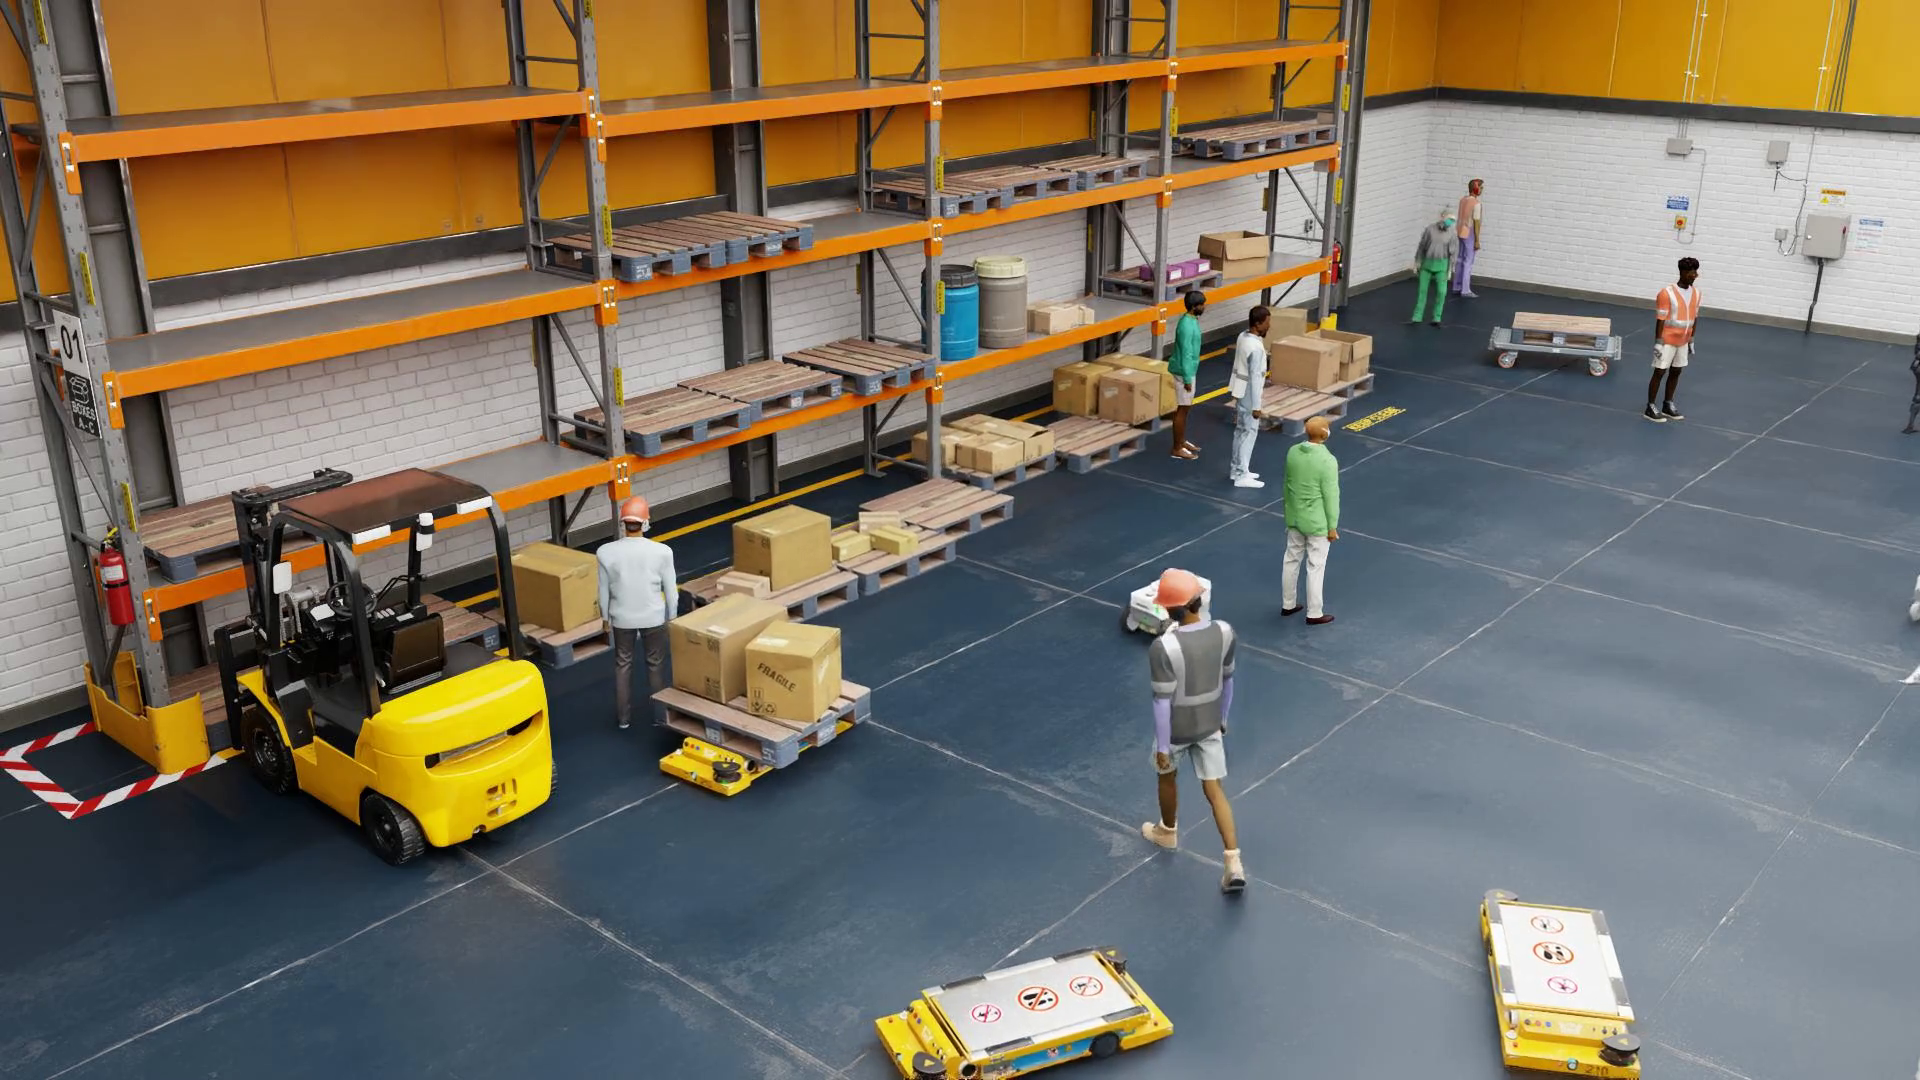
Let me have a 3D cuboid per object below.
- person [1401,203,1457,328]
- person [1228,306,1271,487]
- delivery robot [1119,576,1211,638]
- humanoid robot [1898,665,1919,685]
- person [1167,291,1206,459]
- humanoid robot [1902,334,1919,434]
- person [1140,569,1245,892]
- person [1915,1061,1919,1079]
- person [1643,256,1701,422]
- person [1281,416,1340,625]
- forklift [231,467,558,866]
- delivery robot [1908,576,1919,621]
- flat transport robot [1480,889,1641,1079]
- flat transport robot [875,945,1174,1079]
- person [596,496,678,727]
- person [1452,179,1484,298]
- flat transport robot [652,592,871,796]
[{"bbox_3d":[6.804,-3.983,24.111,0.695,1.832,0.340,7,21,18],"label":"person"},{"bbox_3d":[2.993,-1.483,17.211,0.409,1.908,0.595,-2,20,-5],"label":"person"},{"bbox_3d":[1.736,0.529,13.694,0.766,0.587,0.499,-17,26,-39],"label":"delivery robot"},{"bbox_3d":[7.681,0.277,12.699,0.827,1.792,0.558,-10,23,-26],"label":"humanoid robot"},{"bbox_3d":[2.471,-1.815,18.202,0.404,1.843,0.497,4,21,11],"label":"person"},{"bbox_3d":[11.183,-2.036,19.052,0.550,1.642,0.597,-10,22,-24],"label":"humanoid robot"},{"bbox_3d":[1.425,1.137,9.998,0.614,1.991,1.001,-9,22,-24],"label":"person"},{"bbox_3d":[4.986,1.909,7.990,0.628,1.931,0.368,-9,22,-24],"label":"person"},{"bbox_3d":[8.383,-2.356,19.508,0.596,1.958,0.369,-7,21,-19],"label":"person"},{"bbox_3d":[2.912,-0.166,13.815,0.383,1.784,0.538,-16,26,-37],"label":"person"},{"bbox_3d":[-3.730,0.710,10.856,2.313,2.155,1.214,17,26,38],"label":"forklift"},{"bbox_3d":[8.372,0.433,13.948,0.768,0.583,0.499,-9,22,-23],"label":"delivery robot"},{"bbox_3d":[3.242,2.393,9.067,0.659,0.231,1.431,4,21,11],"label":"flat transport robot"},{"bbox_3d":[0.337,2.522,8.718,1.431,0.231,0.659,-9,22,-22],"label":"flat transport robot"},{"bbox_3d":[-2.315,0.524,12.009,0.572,1.737,0.350,-3,20,-7],"label":"person"},{"bbox_3d":[7.976,-4.738,26.112,0.389,1.845,0.564,-5,21,-12],"label":"person"},{"bbox_3d":[-1.399,1.377,11.819,0.659,0.231,1.431,14,24,33],"label":"flat transport robot"}]
